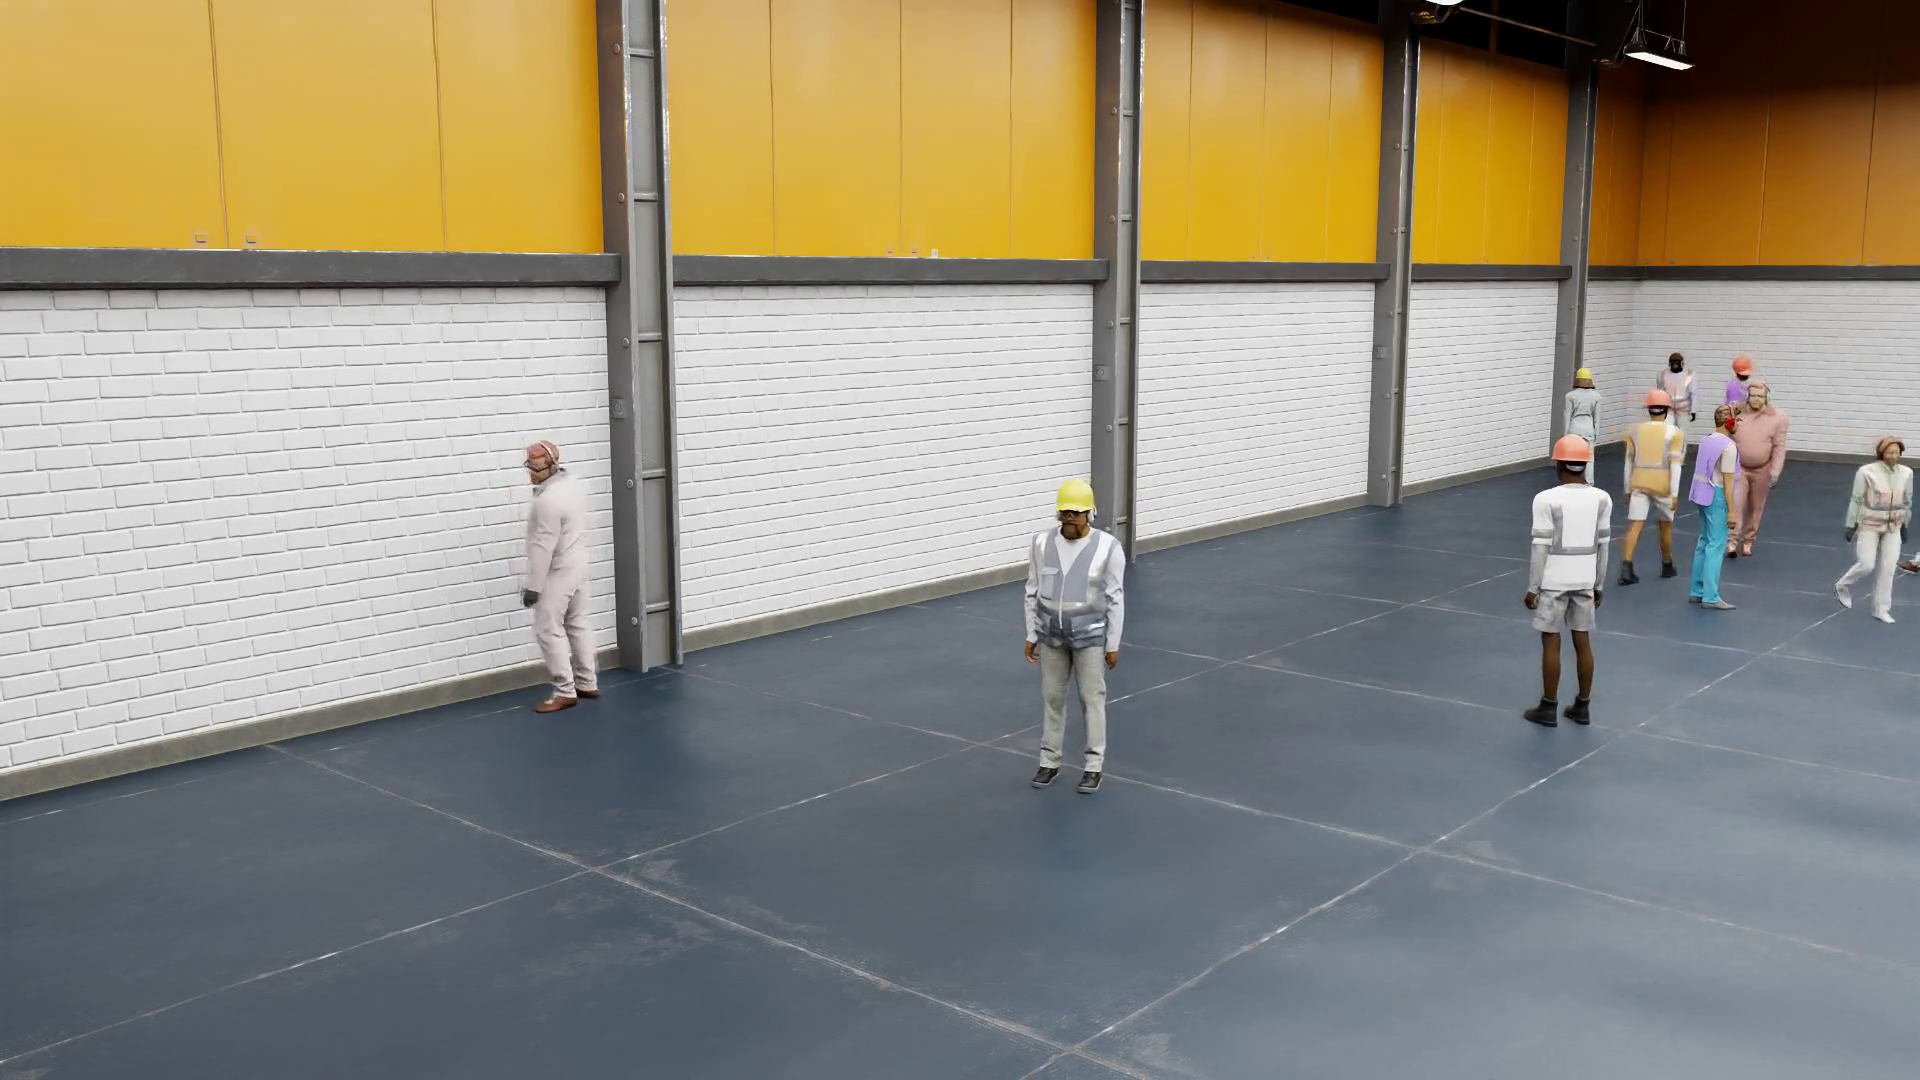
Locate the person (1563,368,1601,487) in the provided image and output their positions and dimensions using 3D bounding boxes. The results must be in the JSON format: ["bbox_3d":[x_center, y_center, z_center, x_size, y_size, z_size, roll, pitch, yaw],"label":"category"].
[{"bbox_3d":[8.390,-1.459,22.486,0.480,1.733,0.331,0,9,0],"label":"person"}]

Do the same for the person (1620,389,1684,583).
[{"bbox_3d":[6.700,-0.516,16.147,0.556,1.884,0.988,8,12,41],"label":"person"}]

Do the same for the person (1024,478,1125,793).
[{"bbox_3d":[0.649,0.549,9.600,0.582,1.828,0.403,4,10,23],"label":"person"}]

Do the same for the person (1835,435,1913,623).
[{"bbox_3d":[7.896,-0.113,14.364,0.542,1.621,0.496,-1,9,-4],"label":"person"}]

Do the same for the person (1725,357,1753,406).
[{"bbox_3d":[10.650,-1.574,22.766,0.370,1.884,0.683,7,11,37],"label":"person"}]

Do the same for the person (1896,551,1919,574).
[{"bbox_3d":[9.732,-0.420,16.408,0.850,1.593,0.507,4,10,25],"label":"person"}]

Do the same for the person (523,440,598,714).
[{"bbox_3d":[-2.761,0.239,11.406,0.418,1.879,0.704,0,9,1],"label":"person"}]

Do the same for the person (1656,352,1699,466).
[{"bbox_3d":[11.058,-1.999,25.680,0.619,1.809,0.925,5,10,27],"label":"person"}]

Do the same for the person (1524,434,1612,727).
[{"bbox_3d":[3.995,0.268,10.998,0.551,1.935,0.372,-2,9,-10],"label":"person"}]

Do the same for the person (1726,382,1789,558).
[{"bbox_3d":[8.266,-0.713,17.372,0.649,1.860,0.951,4,10,24],"label":"person"}]

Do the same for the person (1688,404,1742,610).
[{"bbox_3d":[6.748,-0.299,14.889,0.384,1.836,0.566,0,9,3],"label":"person"}]
